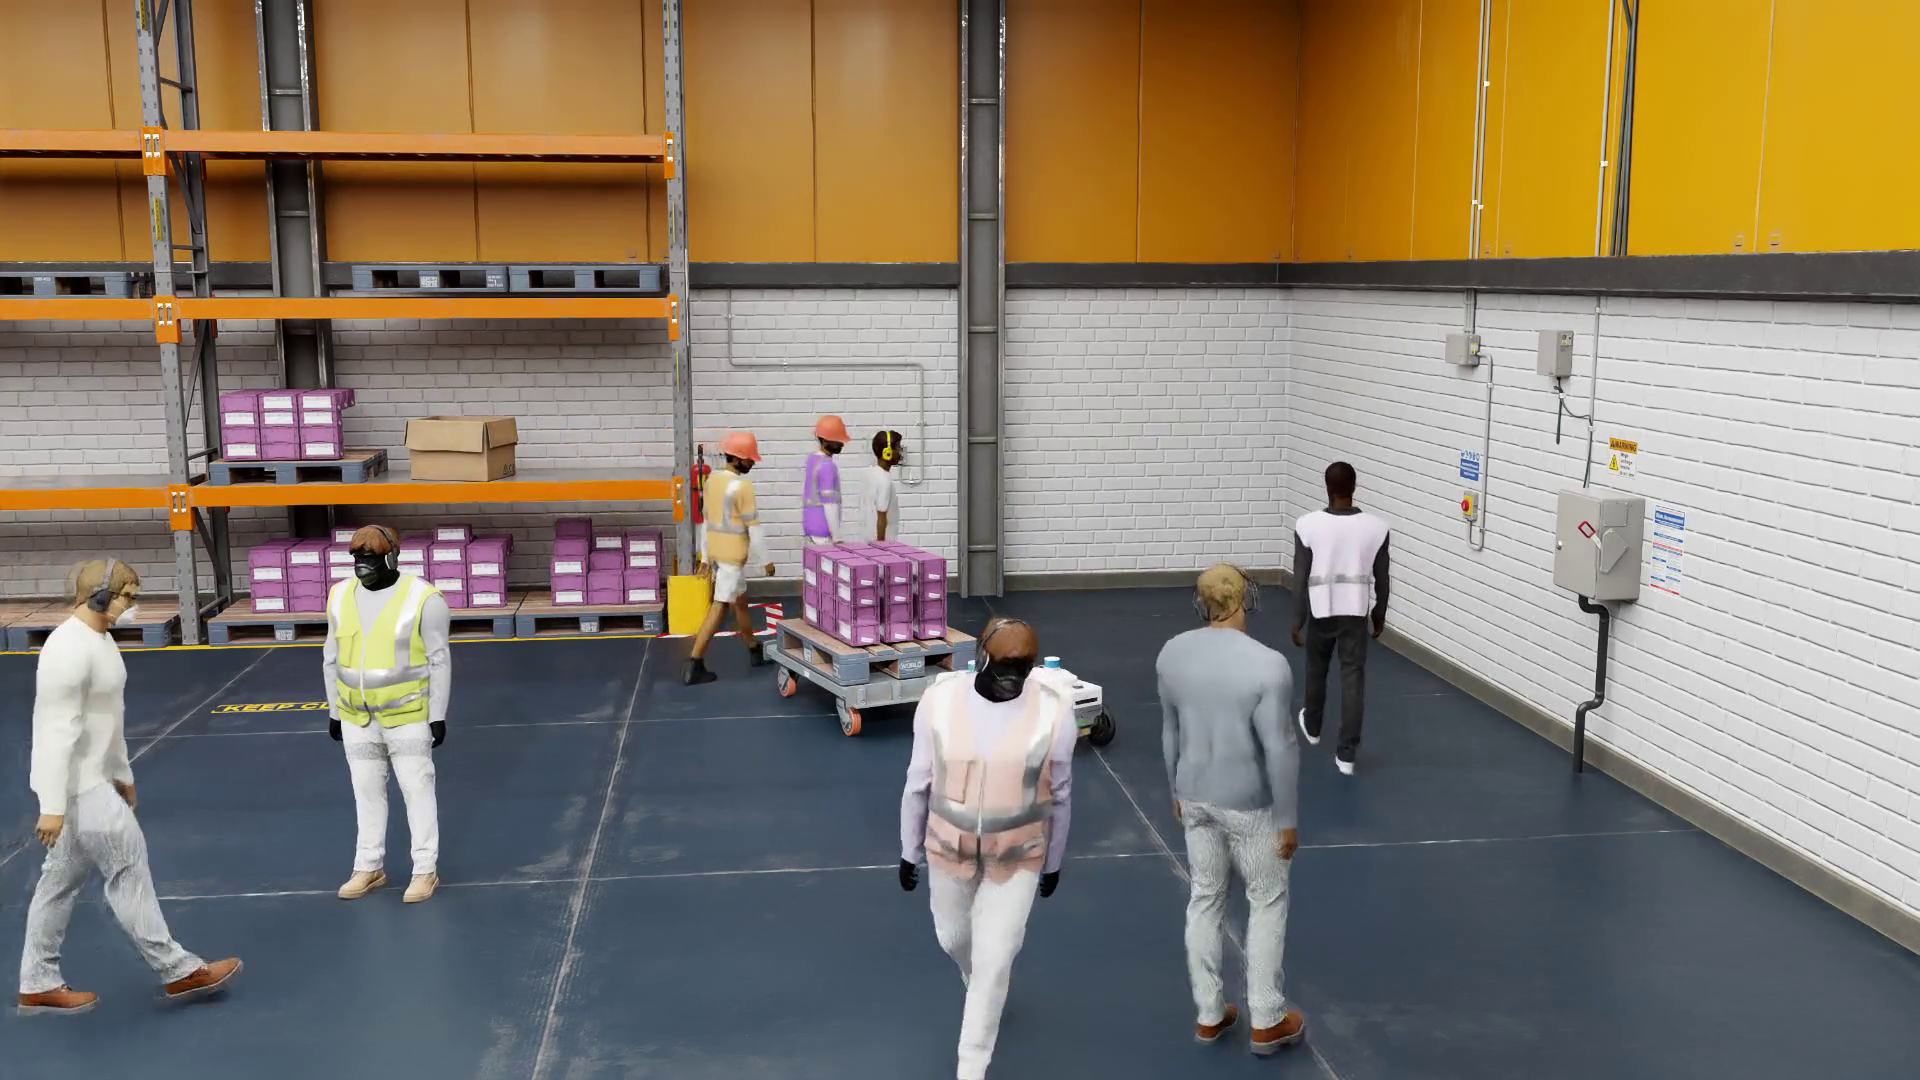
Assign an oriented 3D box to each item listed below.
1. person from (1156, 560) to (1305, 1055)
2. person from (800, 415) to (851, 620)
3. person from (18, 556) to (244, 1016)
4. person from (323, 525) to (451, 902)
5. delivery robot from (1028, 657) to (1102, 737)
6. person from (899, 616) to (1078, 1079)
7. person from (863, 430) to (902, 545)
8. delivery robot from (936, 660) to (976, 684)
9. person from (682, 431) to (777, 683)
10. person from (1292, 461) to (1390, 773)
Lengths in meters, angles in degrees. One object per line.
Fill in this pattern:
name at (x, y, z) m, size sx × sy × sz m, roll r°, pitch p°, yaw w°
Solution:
person at (1.038, 1.038, 6.571) m, size 0.674 × 1.910 × 0.405 m, roll 9°, pitch 13°, yaw 43°
person at (-1.111, -0.090, 13.735) m, size 0.654 × 1.902 × 0.585 m, roll -3°, pitch 10°, yaw -18°
person at (-3.457, 1.015, 6.822) m, size 0.959 × 1.874 × 0.698 m, roll -3°, pitch 10°, yaw -21°
person at (-2.771, 0.835, 8.026) m, size 0.629 × 1.842 × 0.428 m, roll 2°, pitch 9°, yaw 10°
delivery robot at (0.592, 0.997, 10.730) m, size 0.477 × 0.478 × 0.707 m, roll -6°, pitch 11°, yaw -35°
person at (0.115, 1.141, 6.232) m, size 0.648 × 1.799 × 0.855 m, roll 2°, pitch 9°, yaw 10°
person at (-0.632, 0.050, 12.997) m, size 0.882 × 1.836 × 0.515 m, roll -3°, pitch 10°, yaw -19°
delivery robot at (0.101, 1.014, 10.626) m, size 0.477 × 0.478 × 0.707 m, roll -3°, pitch 10°, yaw -19°
person at (-1.719, 0.120, 12.449) m, size 0.993 × 1.871 × 0.548 m, roll -7°, pitch 11°, yaw -36°
person at (2.361, 0.454, 10.381) m, size 0.604 × 1.845 × 0.954 m, roll 1°, pitch 9°, yaw 6°
